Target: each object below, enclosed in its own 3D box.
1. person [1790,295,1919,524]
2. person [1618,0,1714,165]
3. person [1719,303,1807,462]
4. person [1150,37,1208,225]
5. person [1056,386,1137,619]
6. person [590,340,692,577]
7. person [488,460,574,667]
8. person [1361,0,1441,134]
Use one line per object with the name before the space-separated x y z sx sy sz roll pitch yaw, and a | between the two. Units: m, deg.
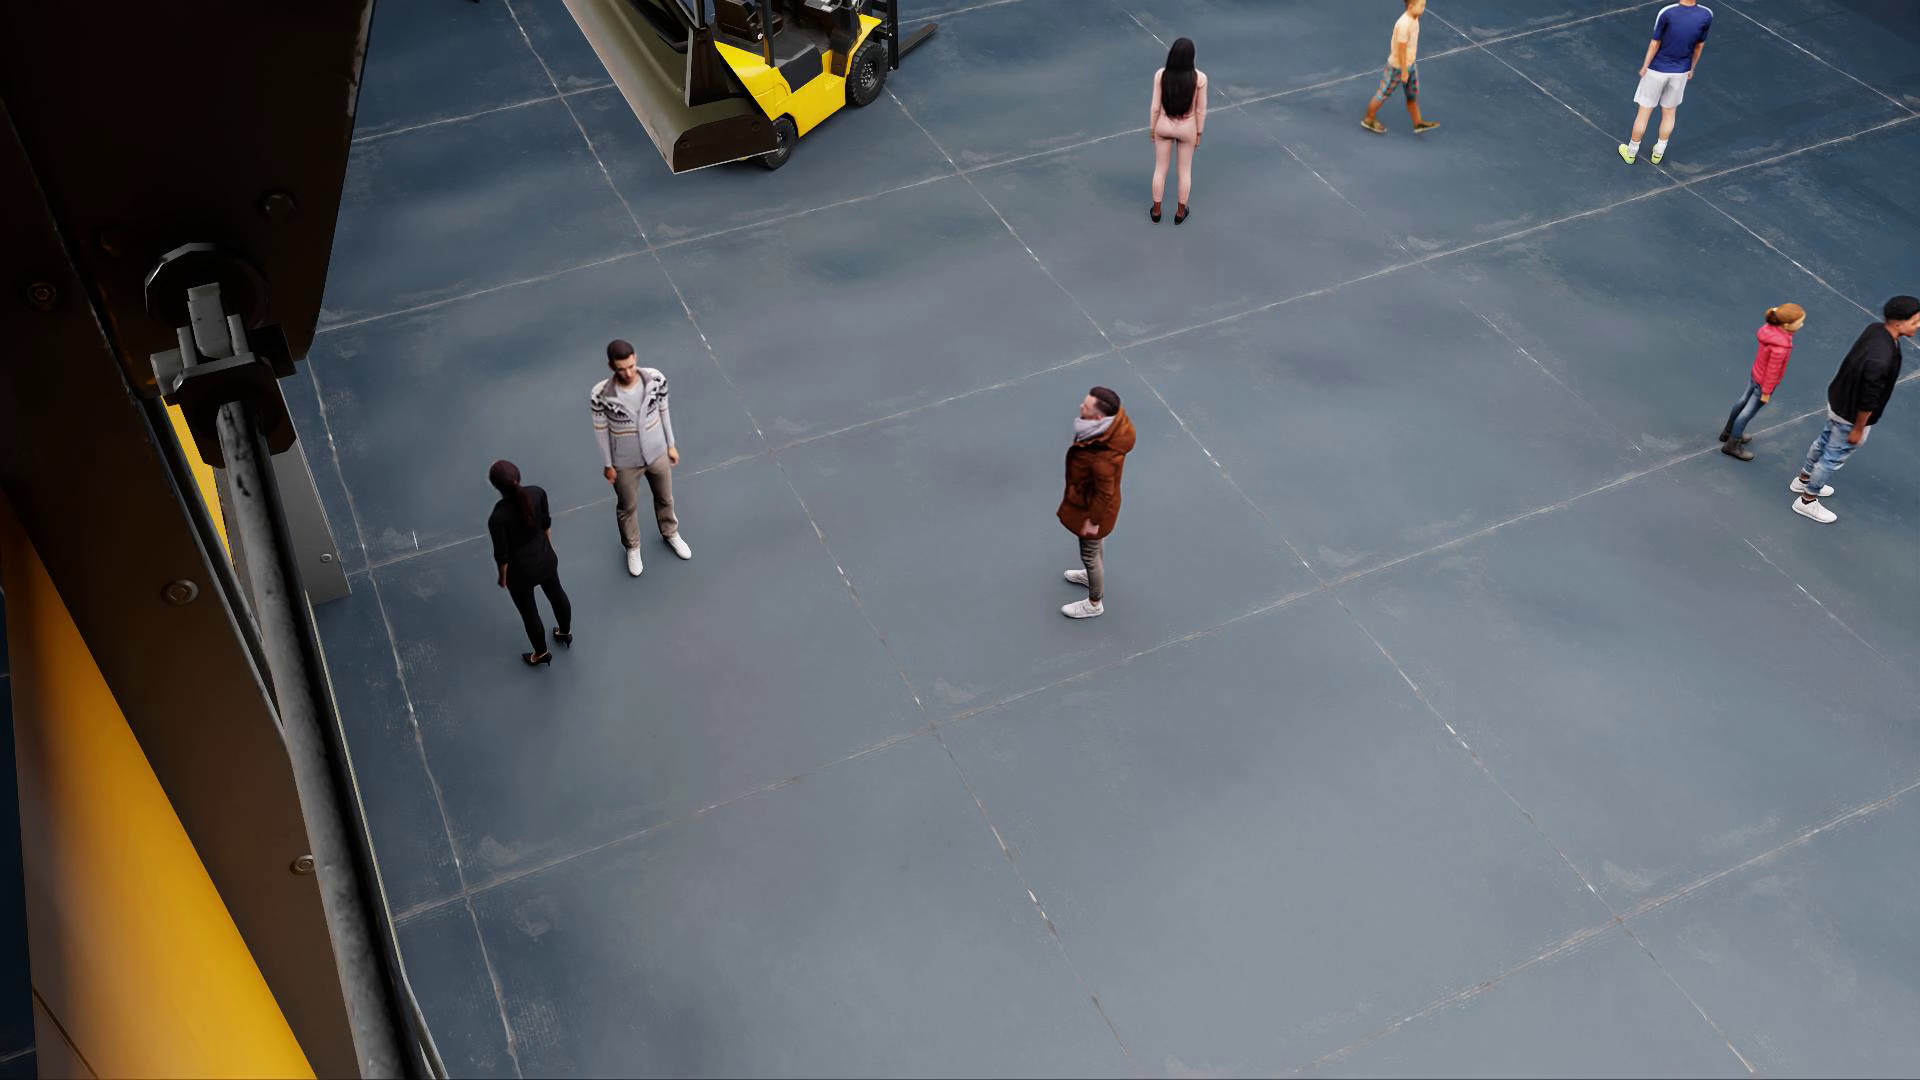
person | 6.238 -0.950 11.604 0.838 1.811 0.776 14 45 14
person | 6.423 -4.274 15.074 0.721 1.839 0.722 2 44 3
person | 5.889 -1.189 12.213 0.659 1.317 0.587 10 45 11
person | 1.865 -3.529 14.378 0.694 1.720 0.725 8 44 9
person | 0.882 -0.256 10.857 0.910 1.838 0.826 4 44 4
person | -2.169 -0.601 11.202 0.689 1.861 0.573 -21 47 -20
person | -2.735 0.151 10.557 0.705 1.662 0.692 27 50 26
person | 4.057 -4.468 15.570 1.021 1.435 0.878 22 48 21
